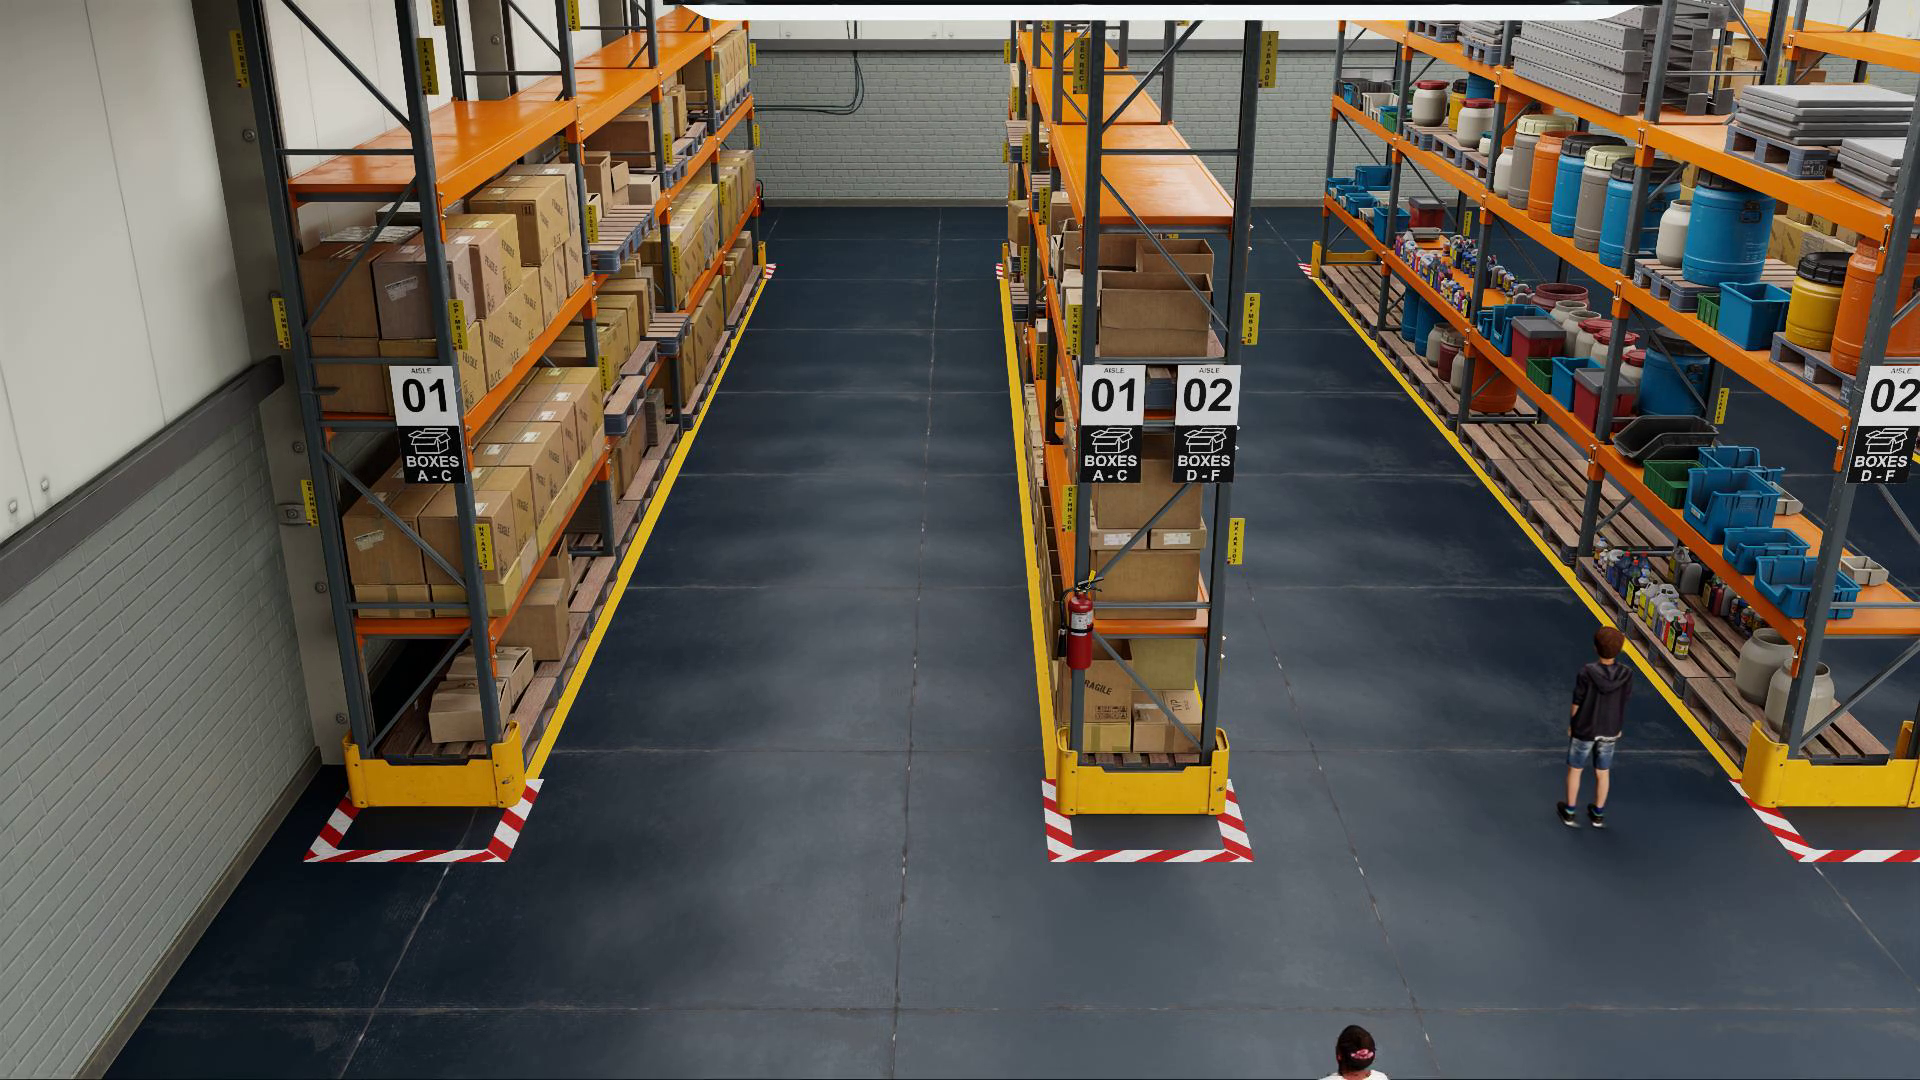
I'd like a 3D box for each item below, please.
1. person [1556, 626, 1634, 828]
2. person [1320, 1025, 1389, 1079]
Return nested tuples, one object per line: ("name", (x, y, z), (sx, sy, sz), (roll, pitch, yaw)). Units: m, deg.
("person", (4.281, 1.254, 11.218), (0.526, 1.446, 0.507), (1, 22, 2))
("person", (1.740, 2.820, 7.426), (0.638, 1.418, 1.038), (-3, 22, -7))
